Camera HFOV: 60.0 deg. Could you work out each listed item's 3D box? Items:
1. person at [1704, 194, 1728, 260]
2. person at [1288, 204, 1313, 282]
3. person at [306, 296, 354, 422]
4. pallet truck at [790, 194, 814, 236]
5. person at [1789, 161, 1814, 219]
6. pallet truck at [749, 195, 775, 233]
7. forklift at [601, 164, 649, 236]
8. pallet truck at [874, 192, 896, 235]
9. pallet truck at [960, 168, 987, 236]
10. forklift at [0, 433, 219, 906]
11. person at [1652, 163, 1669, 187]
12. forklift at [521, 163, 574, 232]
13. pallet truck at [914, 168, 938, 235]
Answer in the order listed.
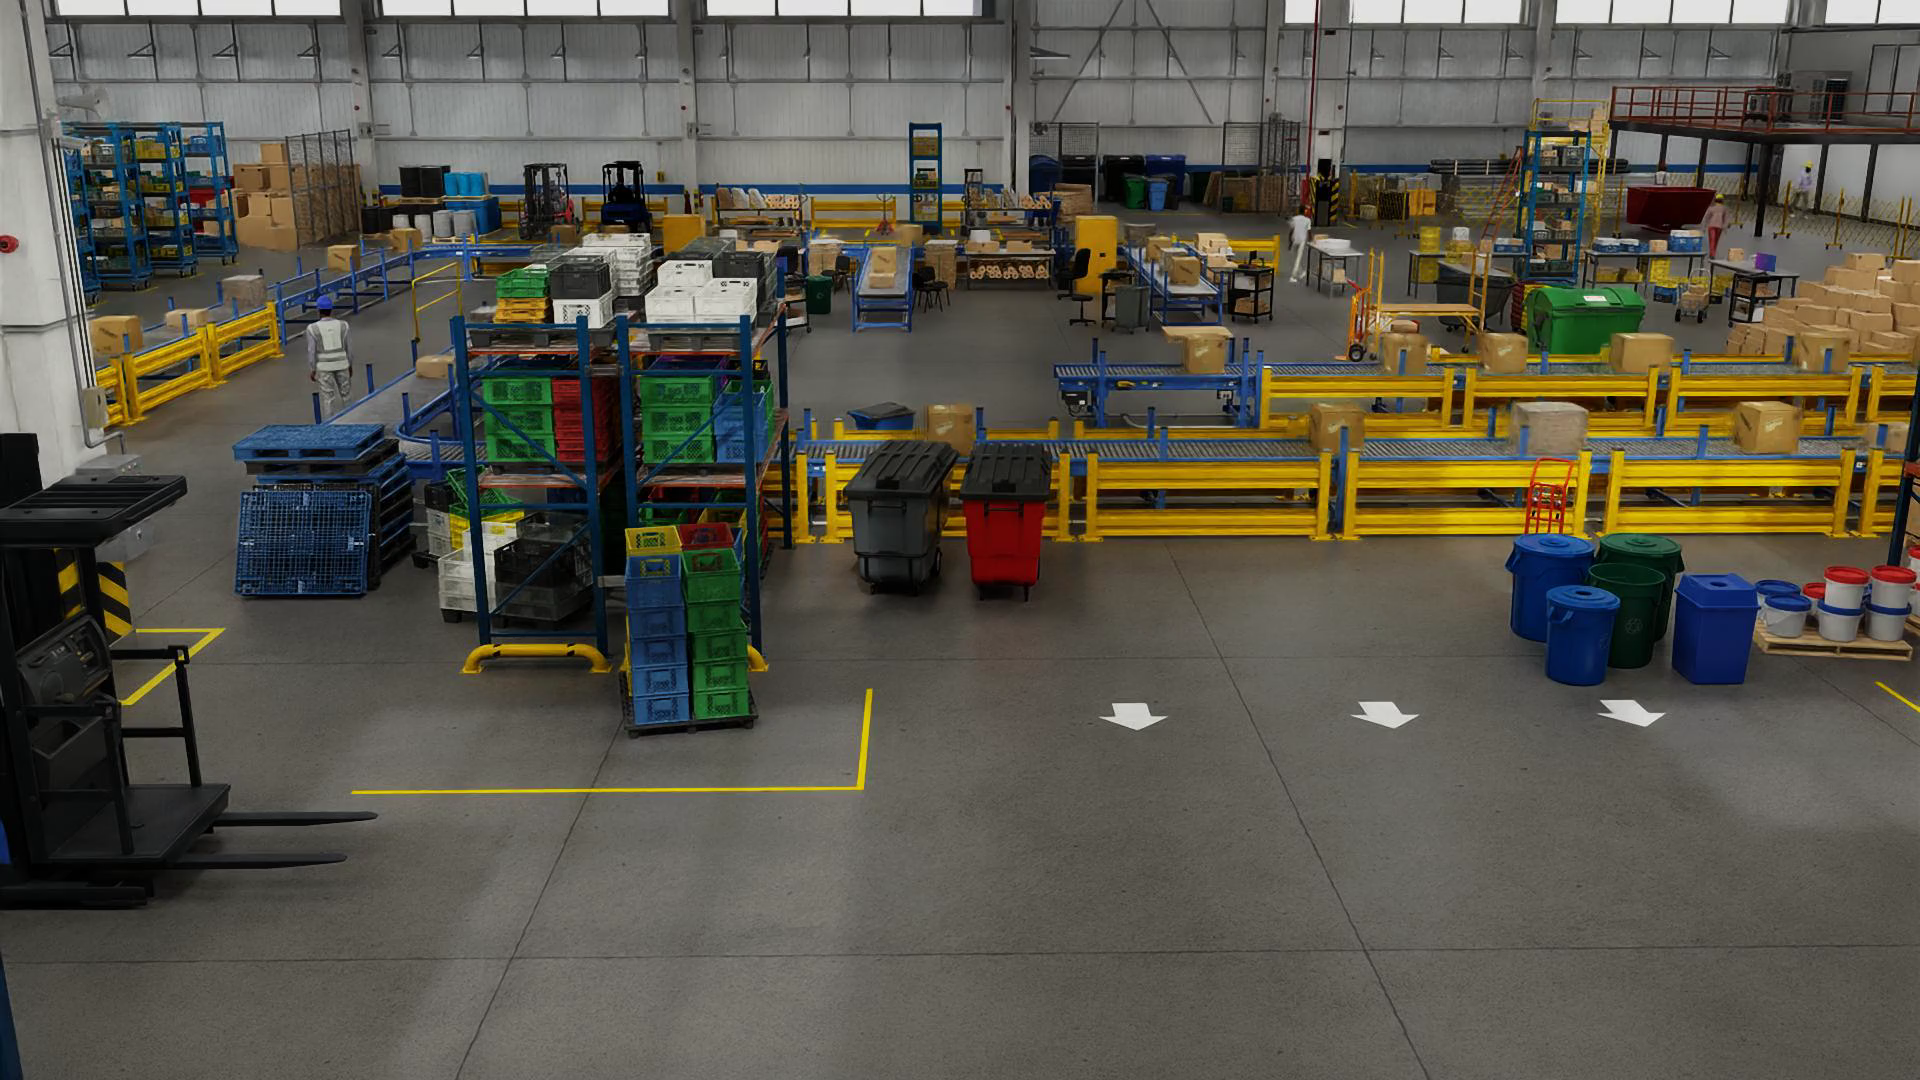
[{"bbox_3d":[19.823,-8.199,43.635,0.532,1.724,0.884,3,16,12],"label":"person"},{"bbox_3d":[8.103,-7.051,39.497,0.506,1.807,0.994,13,20,37],"label":"person"},{"bbox_3d":[-8.739,-2.416,23.133,0.603,1.949,0.397,-11,19,-34],"label":"person"},{"bbox_3d":[-4.814,-9.883,50.259,0.704,1.261,1.522,-1,16,-3],"label":"pallet truck"},{"bbox_3d":[28.122,-11.698,55.525,0.599,1.886,0.952,-2,16,-6],"label":"person"},{"bbox_3d":[-6.051,-9.967,50.660,0.680,1.201,1.601,0,16,-1],"label":"pallet truck"},{"bbox_3d":[-9.948,-10.127,49.296,1.157,1.987,2.680,-1,16,-3],"label":"forklift"},{"bbox_3d":[-2.277,-9.986,50.594,0.653,1.274,1.630,0,16,-1],"label":"pallet truck"},{"bbox_3d":[0.383,-10.230,50.206,0.823,1.965,1.885,-1,16,-3],"label":"pallet truck"},{"bbox_3d":[-5.952,0.780,10.366,1.873,2.768,1.129,0,16,-1],"label":"forklift"},{"bbox_3d":[22.927,-11.383,54.417,0.354,1.883,0.573,-11,20,-34],"label":"person"},{"bbox_3d":[-12.233,-10.122,49.298,1.157,1.987,2.680,0,16,-1],"label":"forklift"},{"bbox_3d":[-0.989,-10.316,50.507,0.823,1.965,1.885,1,16,3],"label":"pallet truck"}]
